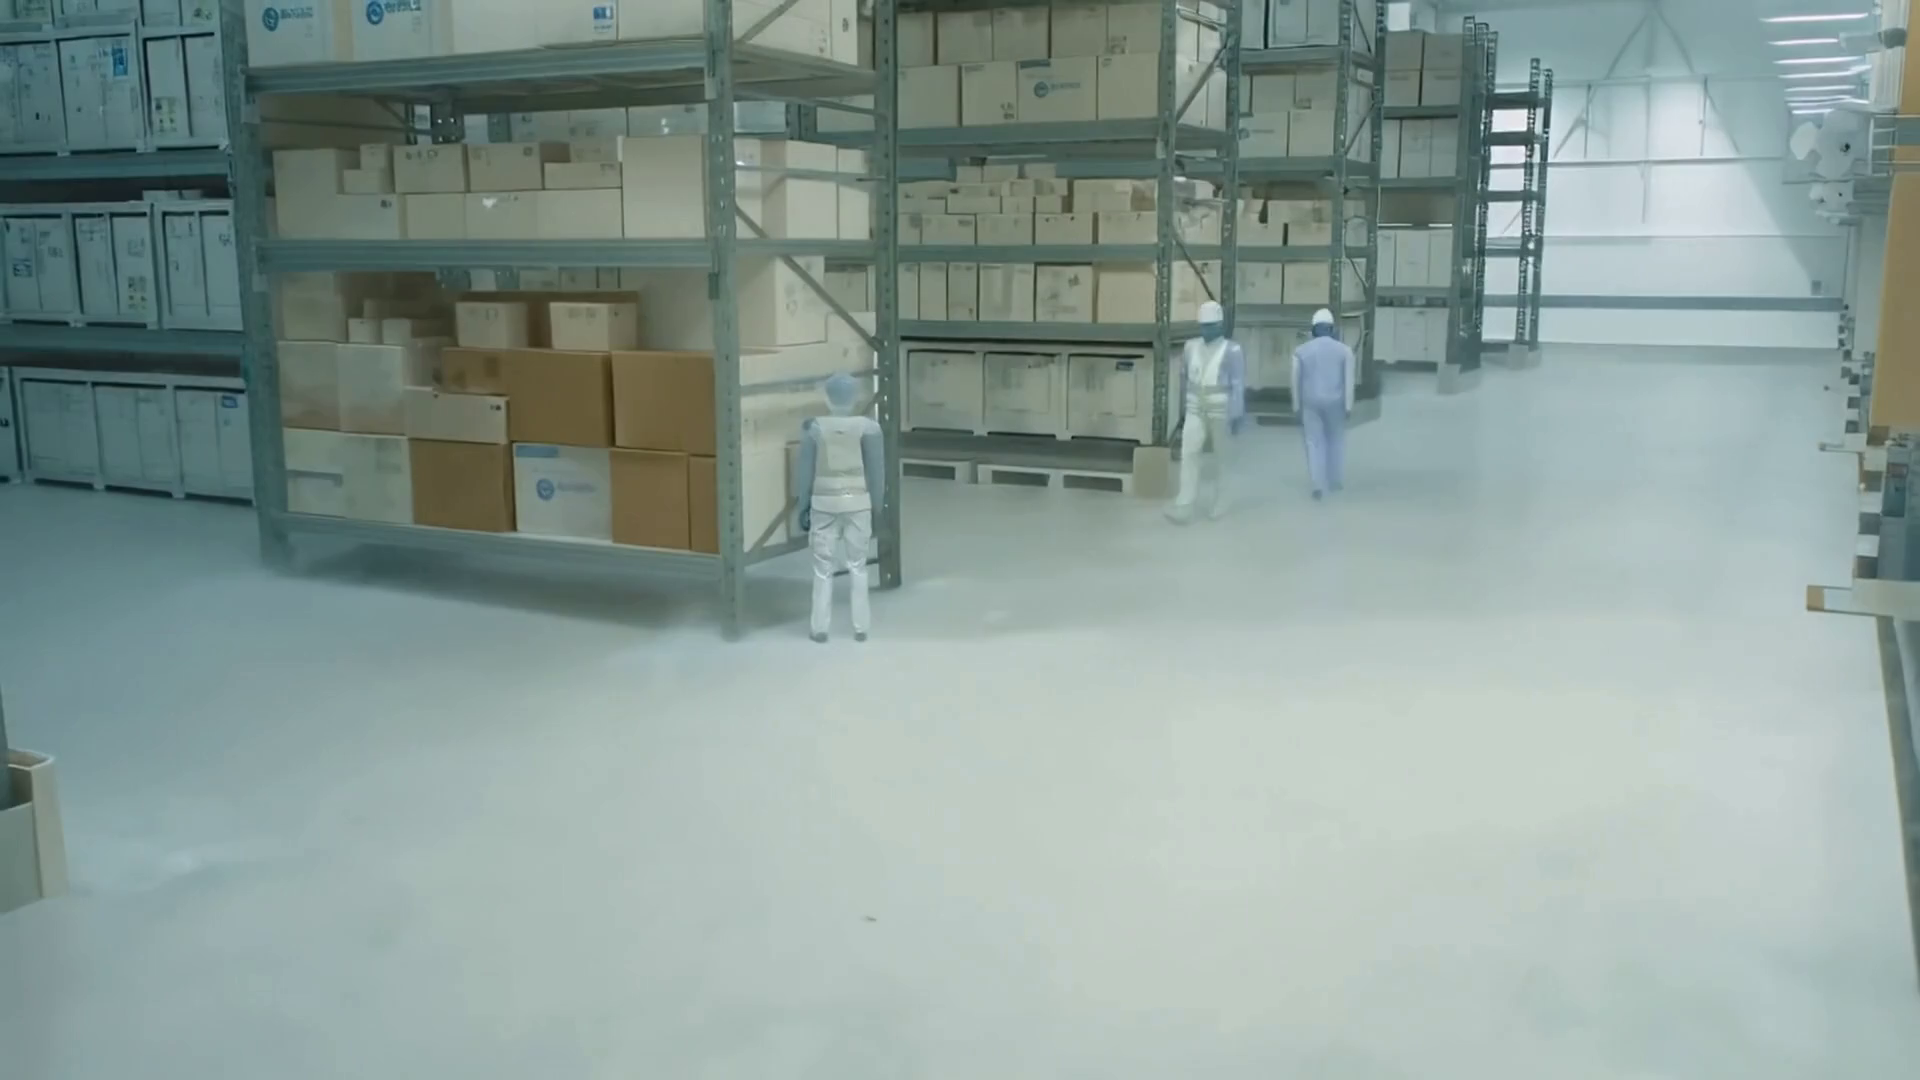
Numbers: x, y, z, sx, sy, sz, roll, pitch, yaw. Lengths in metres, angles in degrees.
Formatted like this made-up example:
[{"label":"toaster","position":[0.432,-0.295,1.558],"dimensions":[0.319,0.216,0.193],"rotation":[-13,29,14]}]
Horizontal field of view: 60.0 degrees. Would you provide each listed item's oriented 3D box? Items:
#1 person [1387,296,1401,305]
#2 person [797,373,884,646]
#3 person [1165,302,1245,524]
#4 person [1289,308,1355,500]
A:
[{"label":"person","position":[10.400,-5.431,39.960],"dimensions":[0.339,1.747,0.564],"rotation":[4,11,23]},{"label":"person","position":[-0.703,-0.176,9.883],"dimensions":[0.525,1.632,0.314],"rotation":[-3,10,-15]},{"label":"person","position":[2.092,-1.065,14.212],"dimensions":[0.644,1.905,0.937],"rotation":[6,11,31]},{"label":"person","position":[3.455,-1.308,15.929],"dimensions":[0.605,1.798,0.736],"rotation":[2,10,9]}]
